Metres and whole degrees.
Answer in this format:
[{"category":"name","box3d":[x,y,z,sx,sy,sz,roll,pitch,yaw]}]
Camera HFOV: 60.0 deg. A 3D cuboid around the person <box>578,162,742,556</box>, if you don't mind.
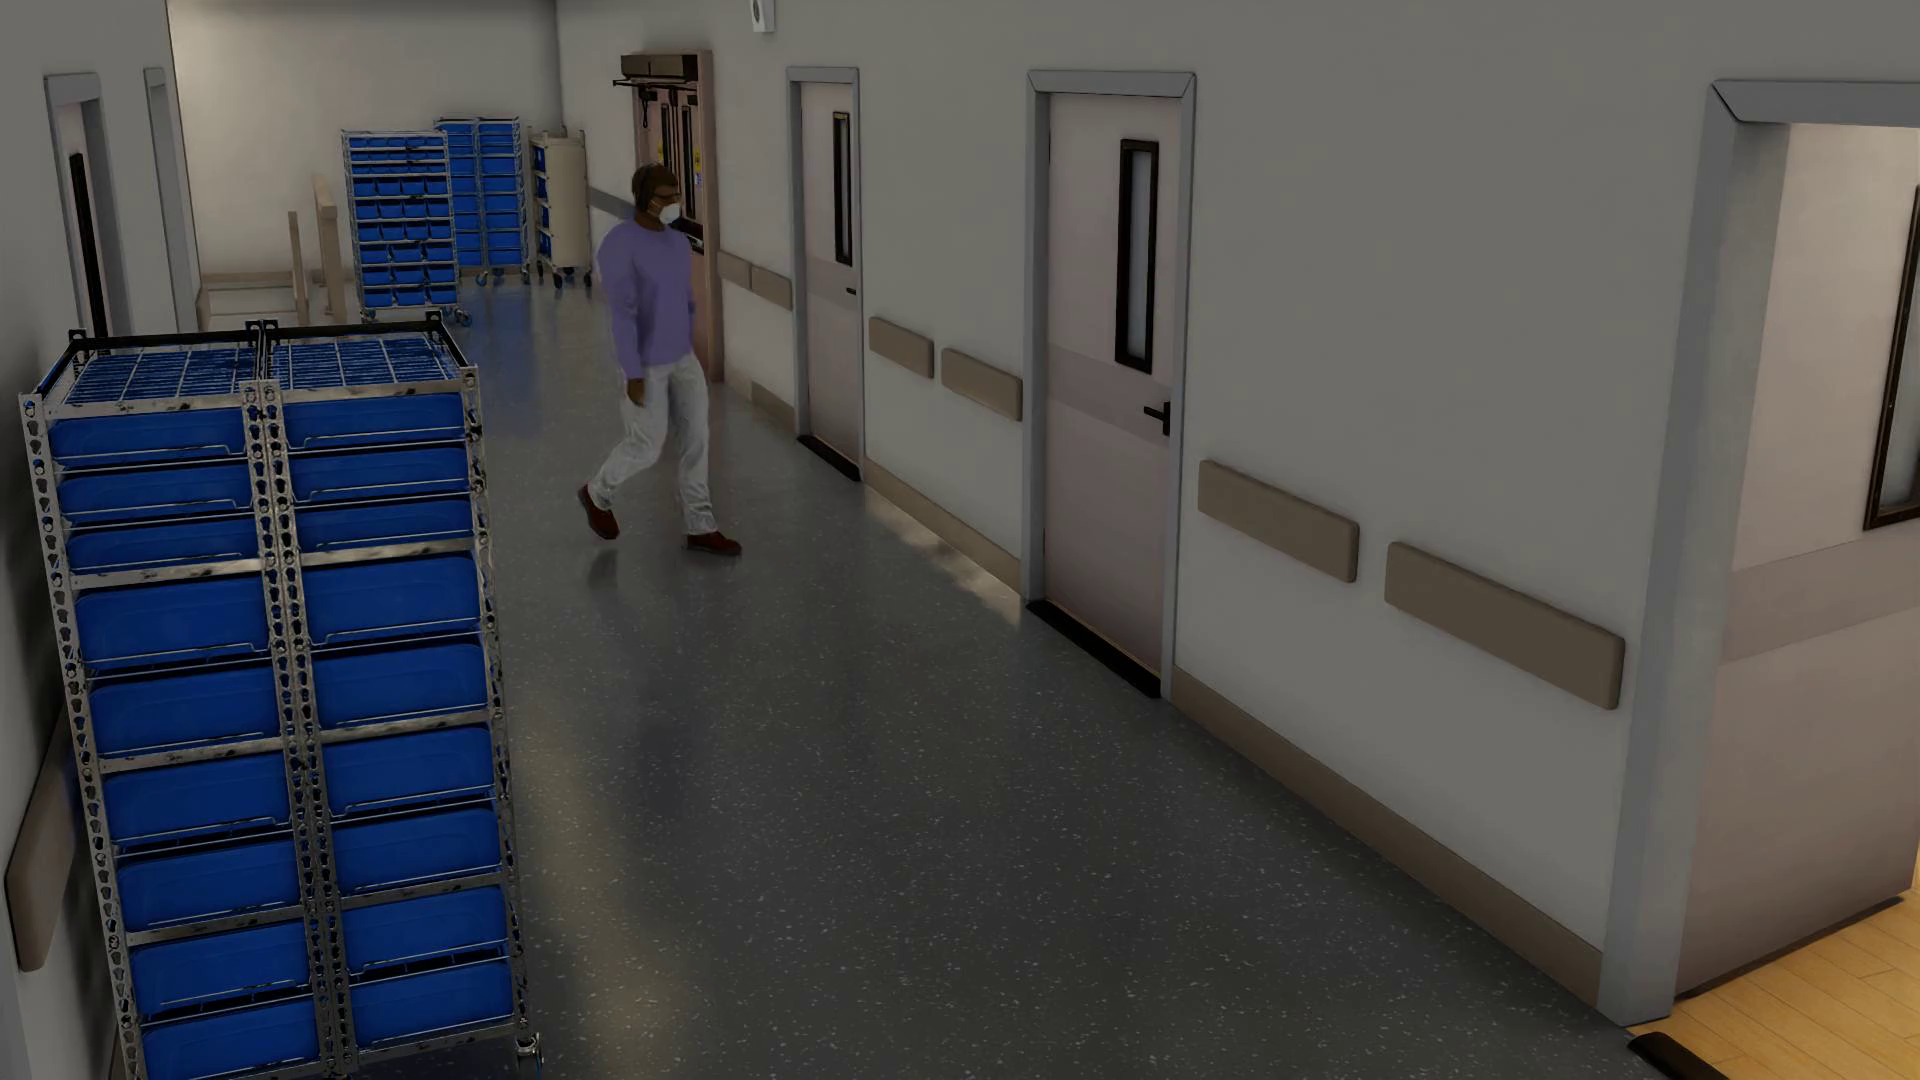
[{"category":"person","box3d":[-1.496,-0.864,8.073,0.788,1.911,0.632,9,18,29]}]
